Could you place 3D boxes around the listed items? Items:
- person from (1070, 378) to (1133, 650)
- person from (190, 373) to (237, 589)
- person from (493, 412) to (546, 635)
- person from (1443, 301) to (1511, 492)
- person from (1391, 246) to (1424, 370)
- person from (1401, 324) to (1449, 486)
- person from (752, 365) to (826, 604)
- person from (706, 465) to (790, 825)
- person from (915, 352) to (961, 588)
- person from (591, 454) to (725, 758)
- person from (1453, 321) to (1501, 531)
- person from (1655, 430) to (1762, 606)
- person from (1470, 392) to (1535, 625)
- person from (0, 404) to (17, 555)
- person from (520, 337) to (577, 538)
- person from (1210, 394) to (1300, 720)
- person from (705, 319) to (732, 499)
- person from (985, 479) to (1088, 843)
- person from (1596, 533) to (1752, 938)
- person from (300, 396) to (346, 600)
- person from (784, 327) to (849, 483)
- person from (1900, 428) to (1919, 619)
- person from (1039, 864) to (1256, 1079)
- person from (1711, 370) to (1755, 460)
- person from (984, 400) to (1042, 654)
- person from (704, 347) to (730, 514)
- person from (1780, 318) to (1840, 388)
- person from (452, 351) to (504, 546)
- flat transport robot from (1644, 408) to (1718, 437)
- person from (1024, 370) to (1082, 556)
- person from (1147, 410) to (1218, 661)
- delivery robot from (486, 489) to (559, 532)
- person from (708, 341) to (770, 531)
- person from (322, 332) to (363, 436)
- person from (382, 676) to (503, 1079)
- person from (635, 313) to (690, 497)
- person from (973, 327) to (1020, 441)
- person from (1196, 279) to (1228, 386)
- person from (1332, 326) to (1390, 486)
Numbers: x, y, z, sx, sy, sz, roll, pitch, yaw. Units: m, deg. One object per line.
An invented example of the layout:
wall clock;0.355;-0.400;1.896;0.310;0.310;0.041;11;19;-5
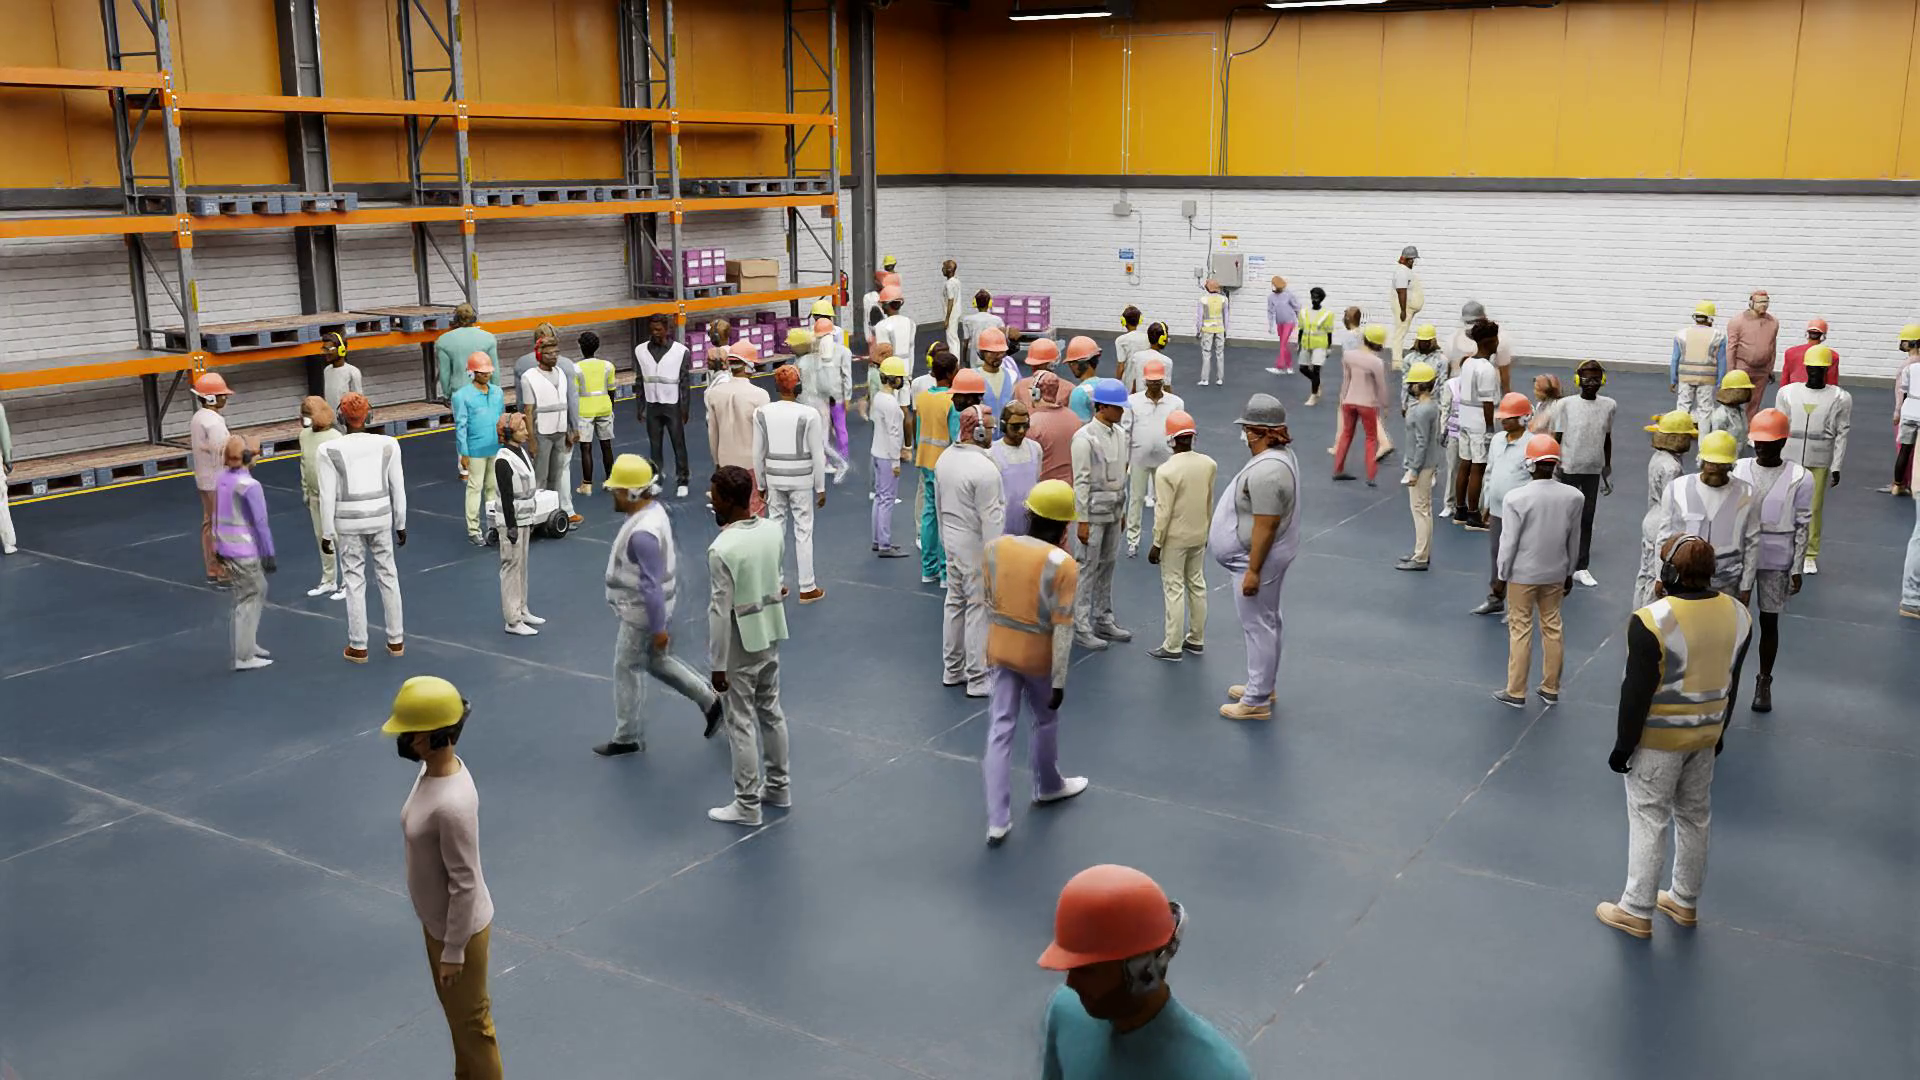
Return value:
person;1.013;-0.189;11.857;0.414;1.940;0.605;10;16;37
person;-6.034;-0.486;13.541;0.335;1.753;0.563;-10;16;-36
person;-3.263;-0.126;12.232;0.308;1.640;0.511;0;13;-2
person;5.370;-1.550;17.530;0.702;2.000;1.027;10;16;38
person;7.368;-3.827;27.405;0.536;2.000;0.688;4;13;15
person;4.929;-1.435;17.708;0.480;1.731;0.354;6;14;23
person;-1.325;-0.432;13.024;0.584;1.882;0.346;4;13;15
person;-1.106;0.552;8.708;0.387;1.910;0.593;7;15;26
person;-0.147;-0.570;13.544;0.390;1.920;0.587;-9;16;-34
person;-1.760;0.380;9.671;0.762;1.812;0.574;-1;13;-3
person;4.881;-1.076;15.635;0.367;1.966;0.607;-1;13;-6
person;4.636;0.215;10.351;0.593;1.826;0.403;5;14;21
person;4.120;-0.239;12.476;0.345;1.746;0.573;-6;14;-25
person;-8.556;-0.651;14.510;0.524;1.639;0.308;-10;16;-36
person;-3.826;-0.961;15.402;0.375;1.844;0.567;6;14;25
person;1.830;0.094;10.397;0.539;2.000;0.689;4;14;18
person;-2.426;-1.337;17.036;0.344;1.846;0.507;6;14;23
person;0.396;0.596;8.619;0.584;1.863;0.880;7;15;29
person;3.178;0.873;7.455;0.628;1.843;0.429;-5;14;-21
person;-5.021;-0.336;13.176;0.500;1.628;0.278;8;15;31
person;-1.601;-1.401;17.593;0.786;1.713;0.493;0;13;0
person;7.438;-0.396;12.626;0.395;1.994;0.612;9;16;33
person;0.401;1.660;3.750;0.420;1.979;0.631;-11;17;-39
person;6.362;-0.538;13.790;0.290;1.746;0.487;12;18;42
person;0.366;-0.067;11.558;0.516;1.834;0.354;-8;15;-32
person;-2.352;-1.082;16.375;0.309;1.641;0.513;-3;13;-14
person;9.290;-1.557;18.223;0.578;1.737;0.355;9;16;33
person;-4.301;-0.835;15.057;0.333;1.749;0.574;8;15;31
flat transport robot;9.443;-1.502;21.195;1.431;0.197;0.652;-9;16;-33
person;0.619;-0.320;12.490;0.408;1.908;0.645;11;17;40
person;1.527;-0.032;11.578;0.563;1.750;0.325;-11;17;-39
delivery robot;-3.981;-0.295;15.134;0.477;0.478;0.707;6;14;24
person;-1.773;-0.640;13.699;0.608;1.988;0.387;6;14;25
person;-5.782;-1.012;15.569;0.532;1.871;0.319;8;15;31
person;-1.769;1.312;5.719;0.308;1.769;0.525;-7;15;-26
person;-3.052;-1.392;17.147;0.592;1.907;0.407;2;13;11
person;0.268;-0.808;14.303;0.607;2.045;0.390;-7;15;-29
person;3.854;-3.170;25.434;0.514;1.640;0.310;-3;13;-13
person;4.293;-1.440;17.753;0.343;1.715;0.584;-9;16;-33
